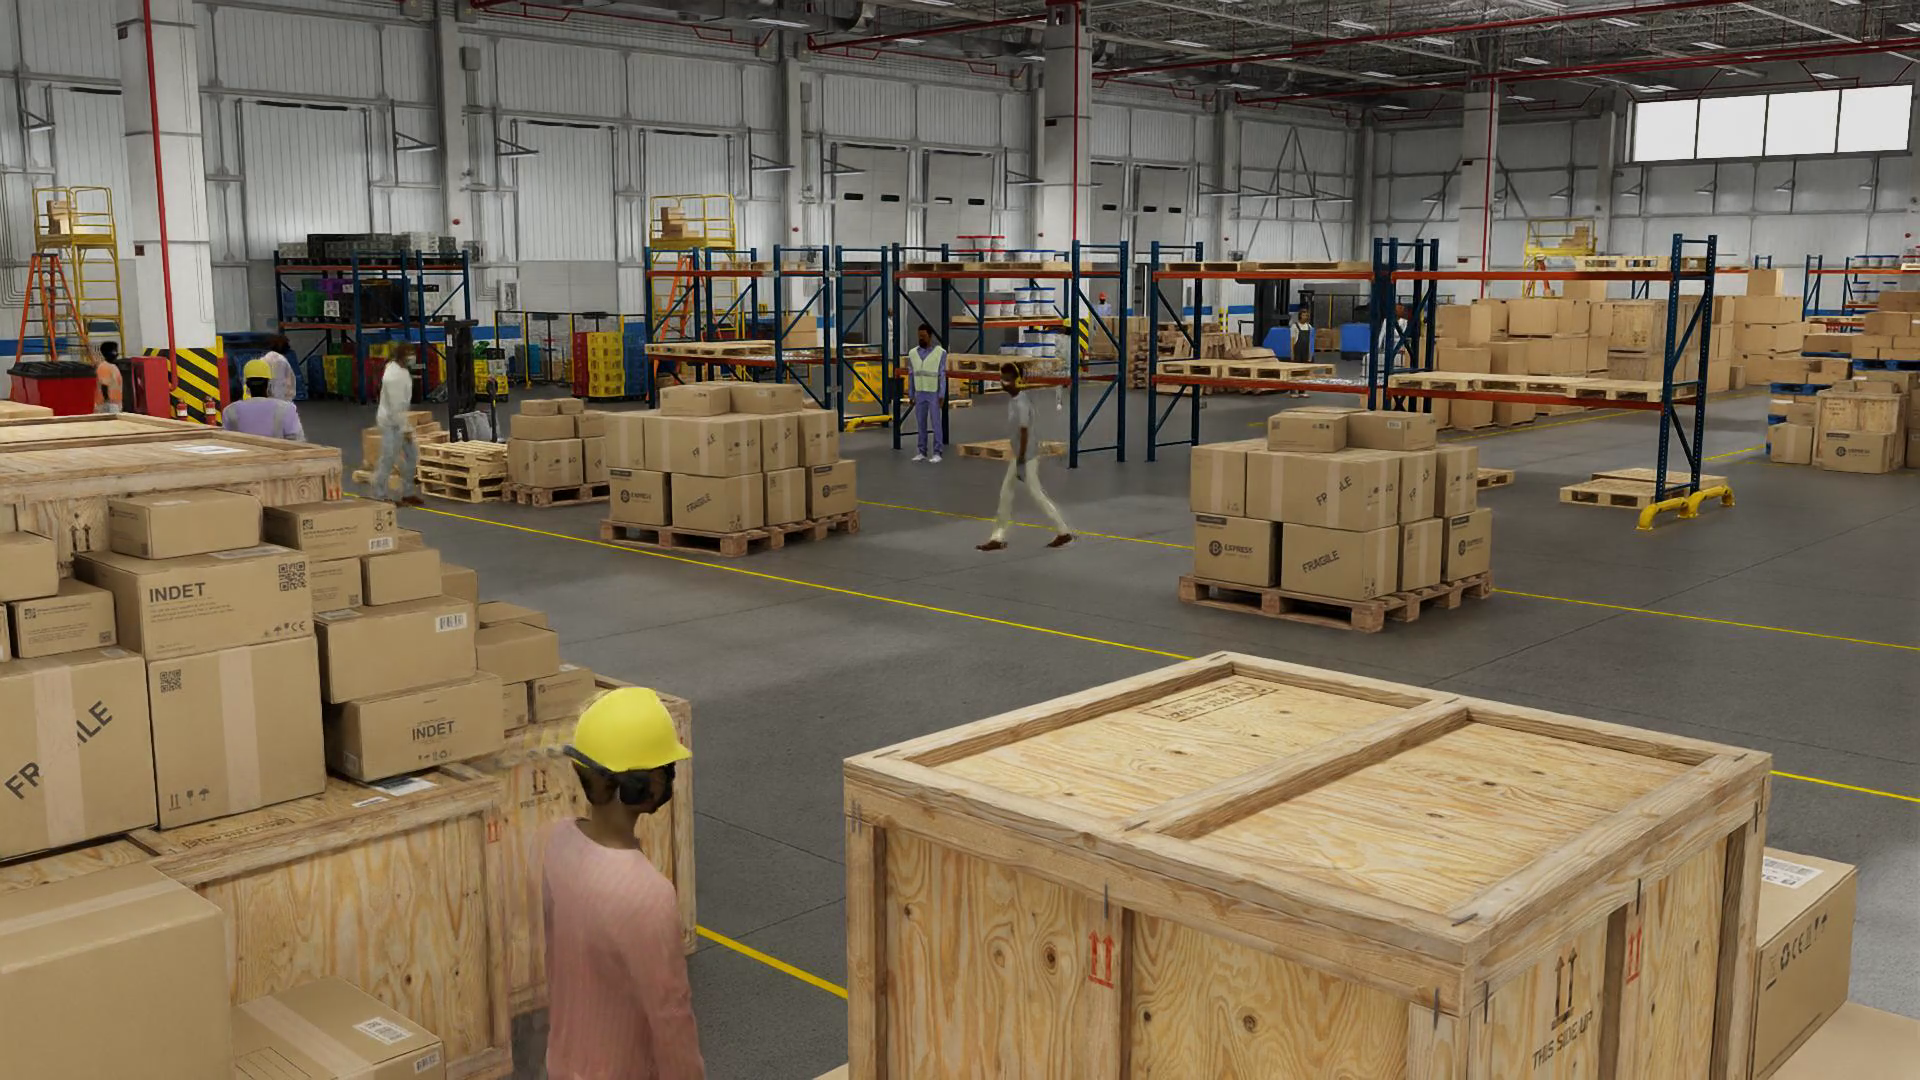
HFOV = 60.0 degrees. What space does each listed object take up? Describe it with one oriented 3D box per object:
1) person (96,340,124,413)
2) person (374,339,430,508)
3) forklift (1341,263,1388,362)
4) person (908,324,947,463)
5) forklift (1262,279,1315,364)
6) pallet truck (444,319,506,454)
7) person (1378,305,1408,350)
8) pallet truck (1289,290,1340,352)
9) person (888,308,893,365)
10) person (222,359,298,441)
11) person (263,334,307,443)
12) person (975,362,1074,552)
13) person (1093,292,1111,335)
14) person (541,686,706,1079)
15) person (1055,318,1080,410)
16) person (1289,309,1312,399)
[{"bbox_3d":[-11.706,-1.901,22.833,0.507,1.684,0.551,-1,9,-7],"label":"person"},{"bbox_3d":[-6.201,-1.265,18.345,0.717,1.883,0.653,-1,9,-9],"label":"person"},{"bbox_3d":[11.884,-6.474,47.236,1.873,2.768,1.129,4,10,21],"label":"forklift"},{"bbox_3d":[-0.441,-2.017,22.898,0.584,1.911,0.391,5,10,28],"label":"person"},{"bbox_3d":[8.555,-6.090,44.881,1.873,2.768,1.129,9,13,43],"label":"forklift"},{"bbox_3d":[-6.981,-1.942,22.150,1.885,1.965,0.823,1,9,9],"label":"pallet truck"},{"bbox_3d":[9.679,-4.303,37.116,0.655,1.836,0.872,-1,9,-4],"label":"person"},{"bbox_3d":[11.297,-6.951,52.861,1.885,1.965,0.823,-5,11,-29],"label":"pallet truck"},{"bbox_3d":[-1.904,-5.315,43.960,0.314,1.634,0.518,2,9,11],"label":"person"},{"bbox_3d":[-5.751,-0.530,13.743,0.585,1.918,0.393,-1,9,-8],"label":"person"},{"bbox_3d":[-9.162,-1.874,22.369,0.956,1.802,0.634,-8,12,-39],"label":"person"},{"bbox_3d":[0.627,-0.786,15.694,0.939,1.806,0.563,-2,10,-14],"label":"person"},{"bbox_3d":[4.387,-6.674,51.381,0.544,1.930,0.389,1,9,6],"label":"person"},{"bbox_3d":[-0.689,1.181,3.723,0.521,1.749,0.547,-6,11,-33],"label":"person"},{"bbox_3d":[2.028,-3.319,31.409,0.486,1.738,0.320,0,9,0],"label":"person"},{"bbox_3d":[7.001,-3.825,34.164,0.513,1.844,0.328,-5,11,-28],"label":"person"}]
